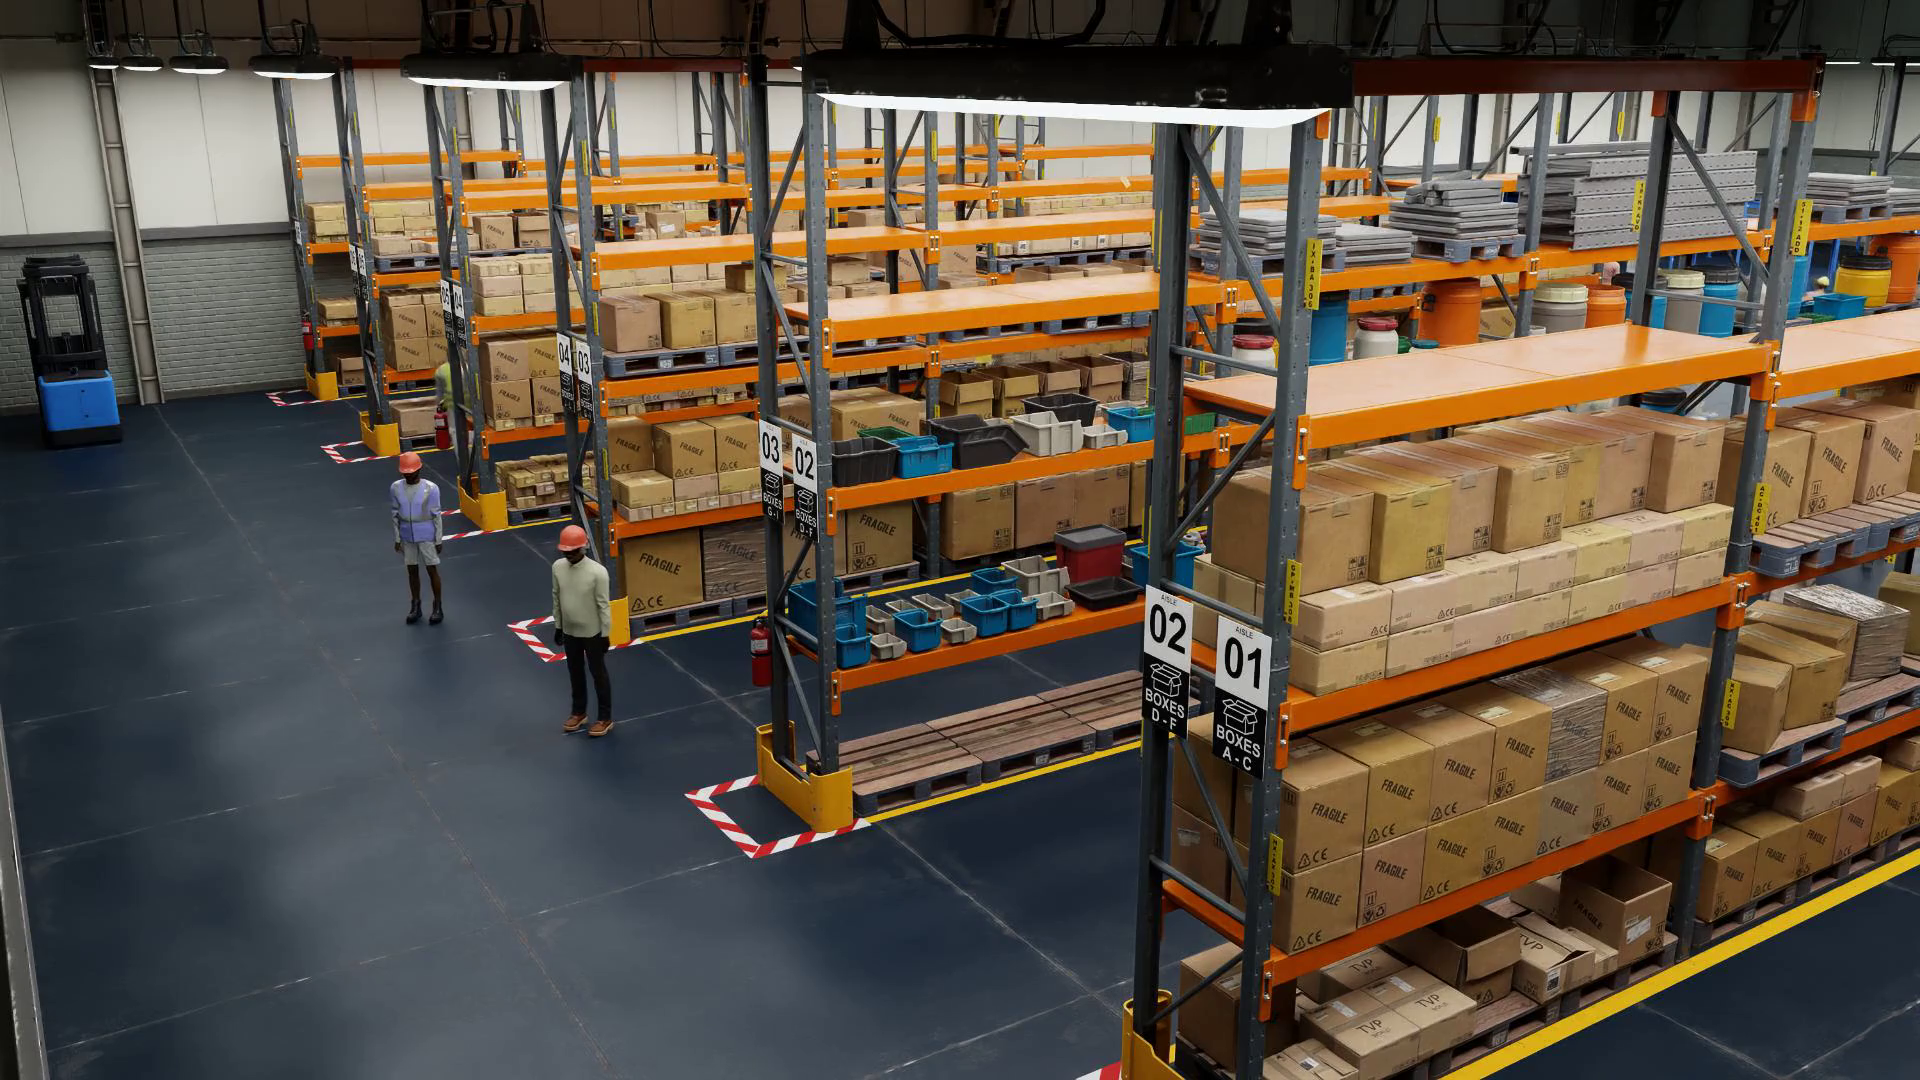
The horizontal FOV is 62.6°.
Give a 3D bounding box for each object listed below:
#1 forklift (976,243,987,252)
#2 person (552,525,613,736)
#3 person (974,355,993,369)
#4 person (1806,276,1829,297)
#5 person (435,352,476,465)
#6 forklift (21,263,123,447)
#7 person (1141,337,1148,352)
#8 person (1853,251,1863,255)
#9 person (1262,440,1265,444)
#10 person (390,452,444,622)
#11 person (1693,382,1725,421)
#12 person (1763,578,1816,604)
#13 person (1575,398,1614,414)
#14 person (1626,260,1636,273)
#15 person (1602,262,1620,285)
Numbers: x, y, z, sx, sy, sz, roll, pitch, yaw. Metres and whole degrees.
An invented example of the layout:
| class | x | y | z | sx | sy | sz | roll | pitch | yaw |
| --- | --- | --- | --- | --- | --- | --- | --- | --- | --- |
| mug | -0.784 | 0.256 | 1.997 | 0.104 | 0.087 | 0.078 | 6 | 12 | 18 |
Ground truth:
| class | x | y | z | sx | sy | sz | roll | pitch | yaw |
| --- | --- | --- | --- | --- | --- | --- | --- | --- | --- |
| forklift | 0.988 | -5.474 | 34.718 | 1.214 | 2.155 | 2.313 | -10 | 20 | -31 |
| person | -3.451 | 0.812 | 14.392 | 0.617 | 1.987 | 0.406 | 8 | 19 | 24 |
| person | 0.346 | -1.963 | 23.832 | 0.946 | 1.777 | 0.620 | -10 | 20 | -30 |
| person | 17.457 | -4.491 | 32.151 | 0.372 | 1.750 | 0.554 | -11 | 20 | -32 |
| person | -7.619 | -2.080 | 24.133 | 0.658 | 1.825 | 0.589 | 0 | 17 | 0 |
| forklift | -14.518 | -3.079 | 25.708 | 1.129 | 2.768 | 1.873 | -10 | 20 | -31 |
| person | 3.016 | -2.260 | 24.452 | 1.025 | 1.999 | 0.621 | -11 | 20 | -31 |
| person | 21.154 | -6.022 | 37.365 | 0.920 | 1.635 | 0.534 | 12 | 21 | 35 |
| person | 4.474 | -2.067 | 24.002 | 0.358 | 1.882 | 0.574 | -11 | 20 | -33 |
| person | -5.932 | -0.035 | 17.267 | 0.545 | 1.929 | 0.389 | 1 | 17 | 4 |
| person | 12.913 | -2.838 | 26.979 | 0.714 | 1.604 | 0.533 | -3 | 17 | -11 |
| person | 8.153 | 0.639 | 15.549 | 0.279 | 1.634 | 0.497 | -12 | 21 | -34 |
| person | 9.511 | -2.026 | 23.802 | 0.698 | 1.915 | 0.662 | -13 | 21 | -37 |
| person | 16.317 | -6.354 | 37.996 | 0.848 | 1.926 | 0.627 | 4 | 18 | 14 |
| person | 14.668 | -5.690 | 35.840 | 0.409 | 1.906 | 0.651 | -14 | 22 | -38 |
